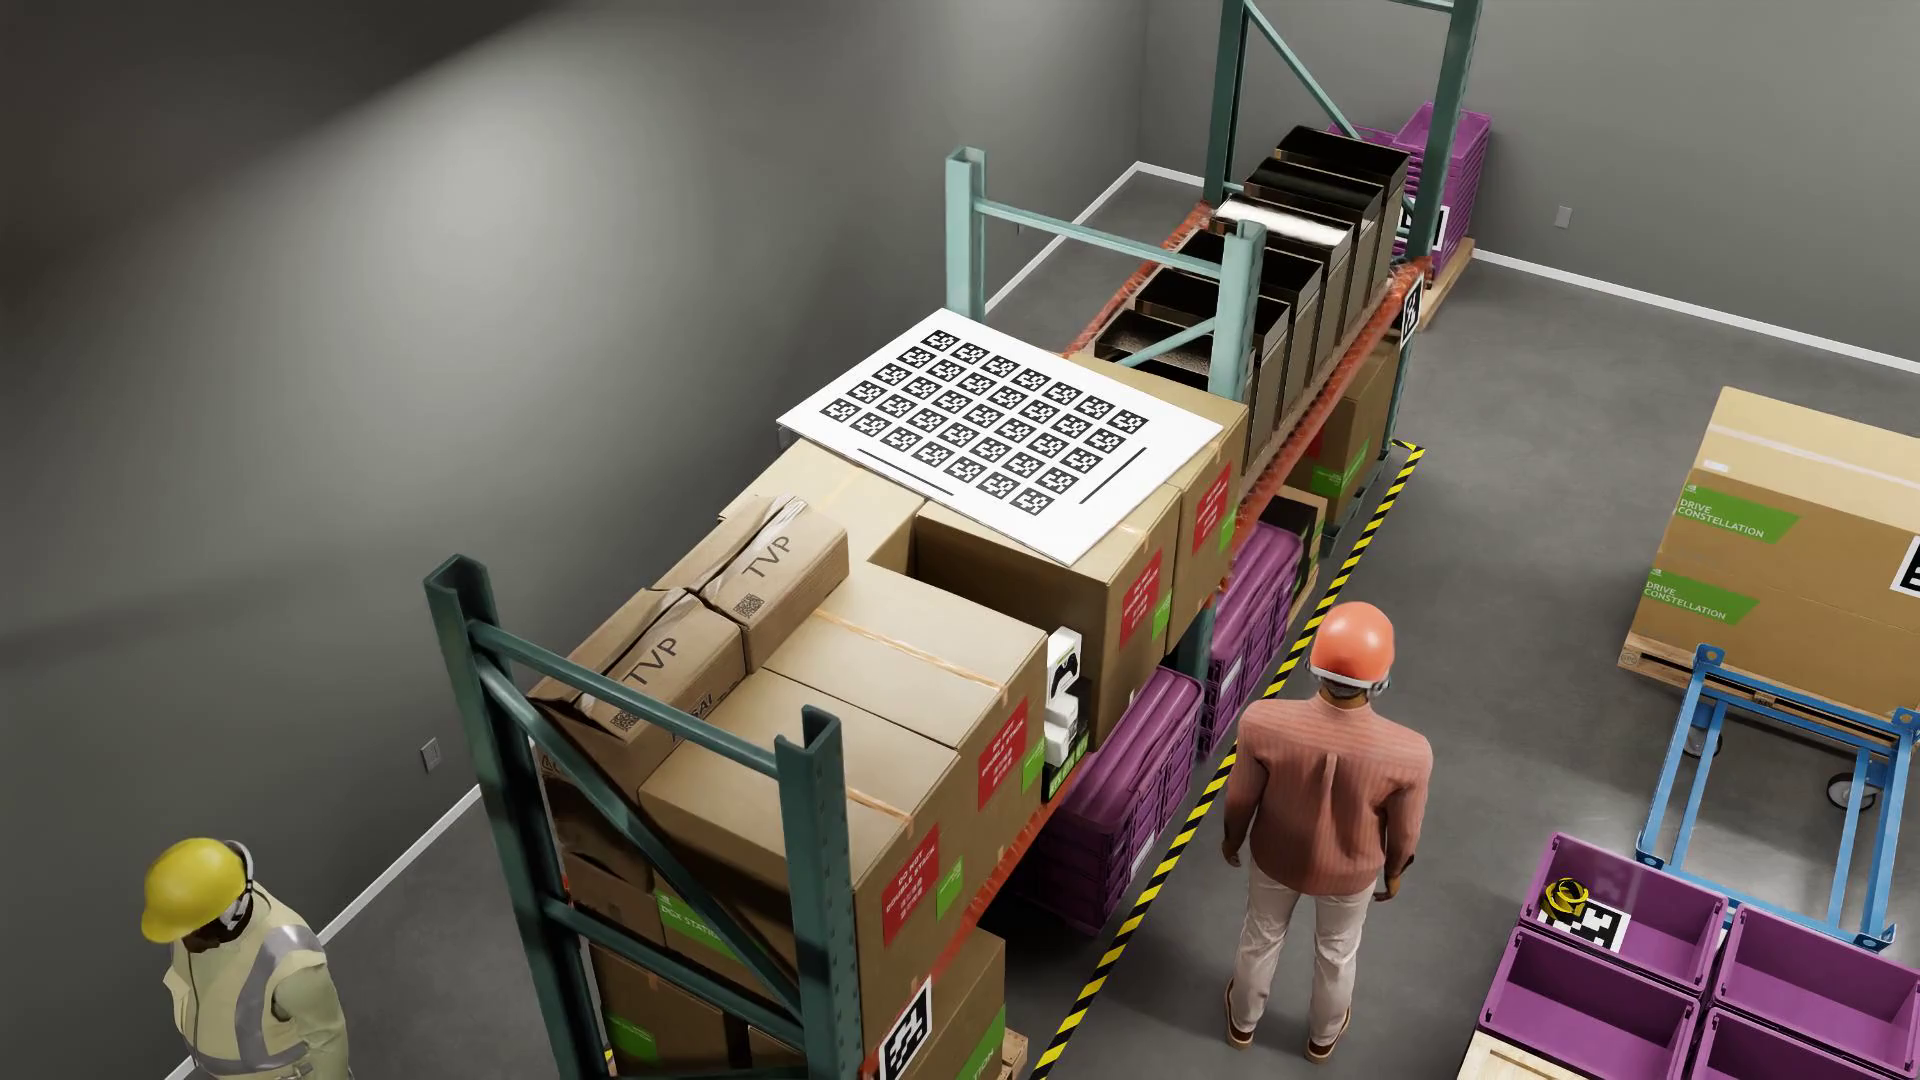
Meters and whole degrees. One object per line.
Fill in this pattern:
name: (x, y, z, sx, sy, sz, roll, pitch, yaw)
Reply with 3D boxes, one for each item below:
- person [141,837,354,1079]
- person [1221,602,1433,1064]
person: (-2.021, 1.494, 4.902, 0.587, 1.828, 0.404, 24, 46, 26)
person: (1.148, 0.988, 5.377, 0.611, 1.993, 0.384, 11, 41, 12)
